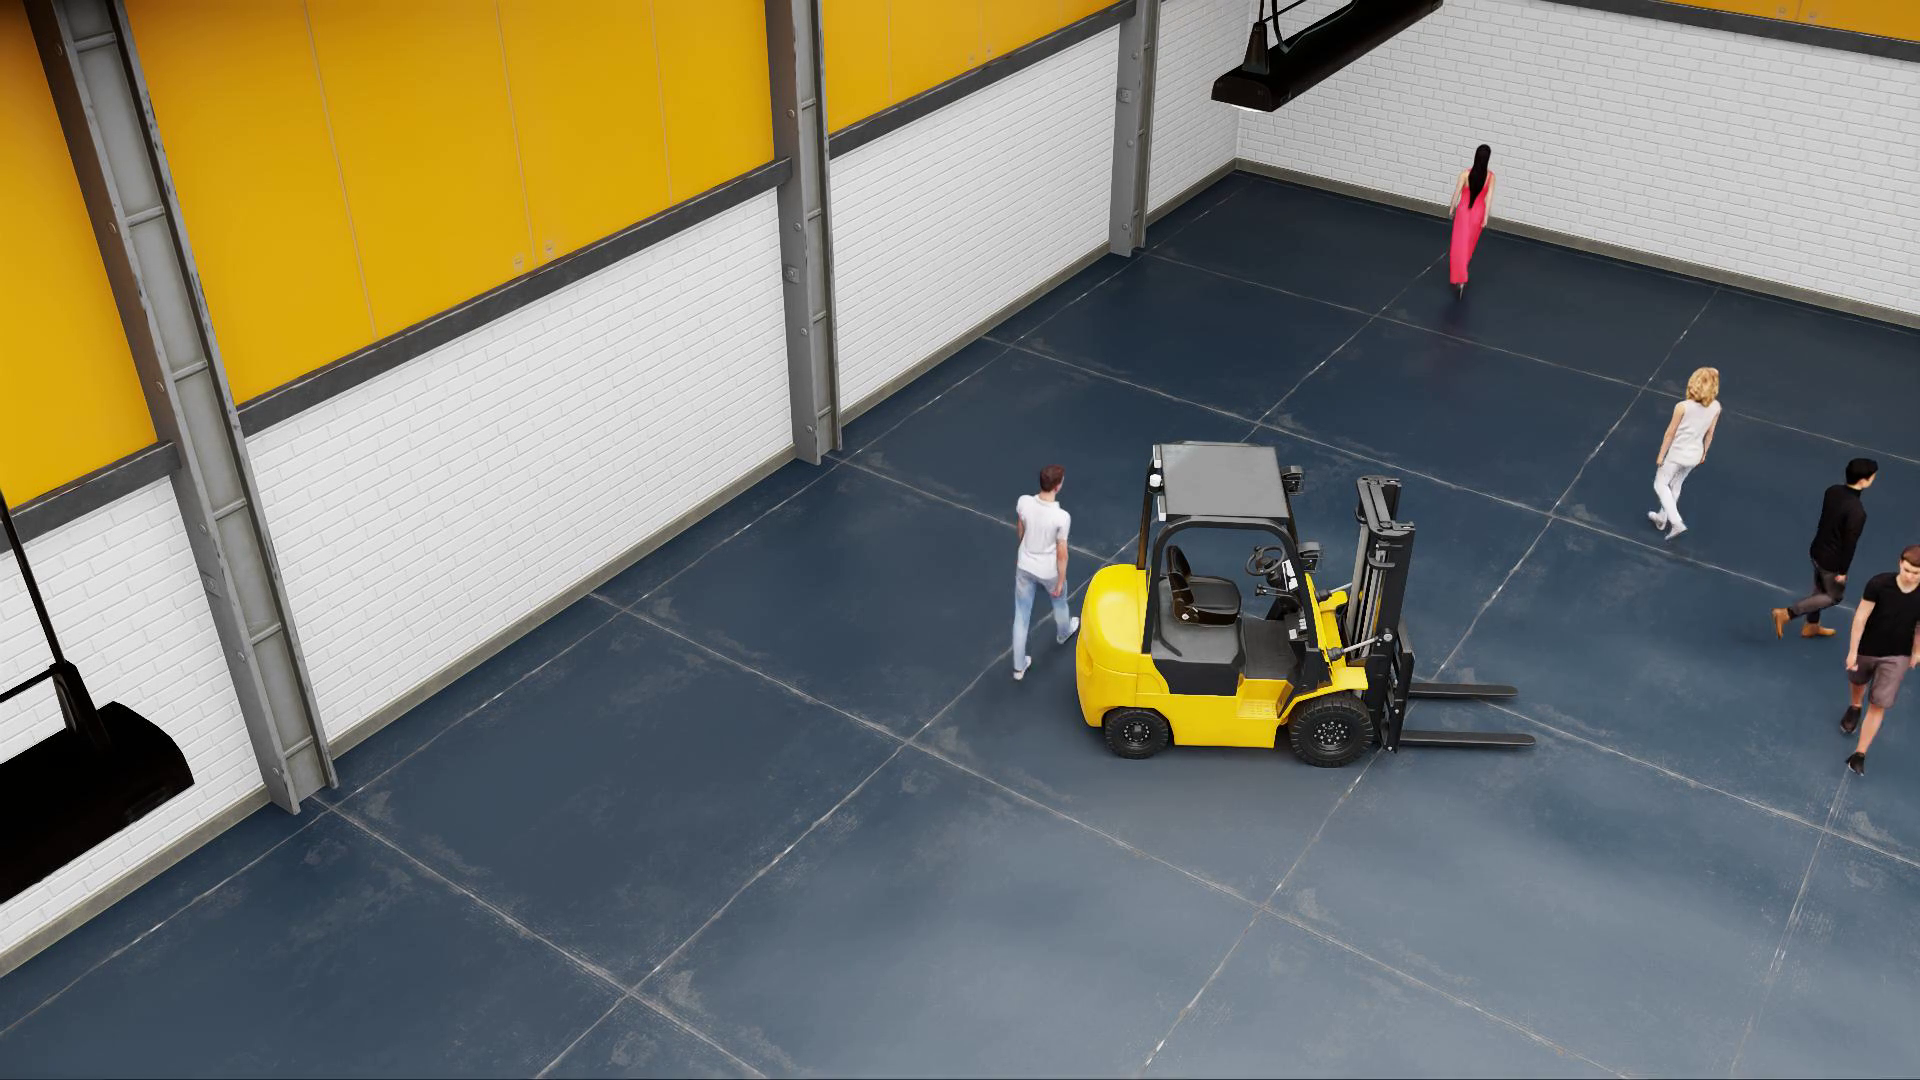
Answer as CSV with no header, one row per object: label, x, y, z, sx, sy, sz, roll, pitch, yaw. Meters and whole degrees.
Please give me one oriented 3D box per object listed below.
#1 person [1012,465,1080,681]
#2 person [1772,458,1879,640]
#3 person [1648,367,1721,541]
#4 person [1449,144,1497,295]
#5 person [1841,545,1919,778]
person,0.581,0.297,12.975,0.777,1.810,1.122,15,36,21
person,6.949,0.104,13.352,0.968,1.713,0.937,0,34,-1
person,6.397,-0.730,14.659,0.894,1.656,0.959,-5,34,-7
person,5.825,-3.634,19.015,0.968,1.670,1.188,2,34,3
person,6.808,0.763,12.276,0.663,1.806,1.209,18,38,25
